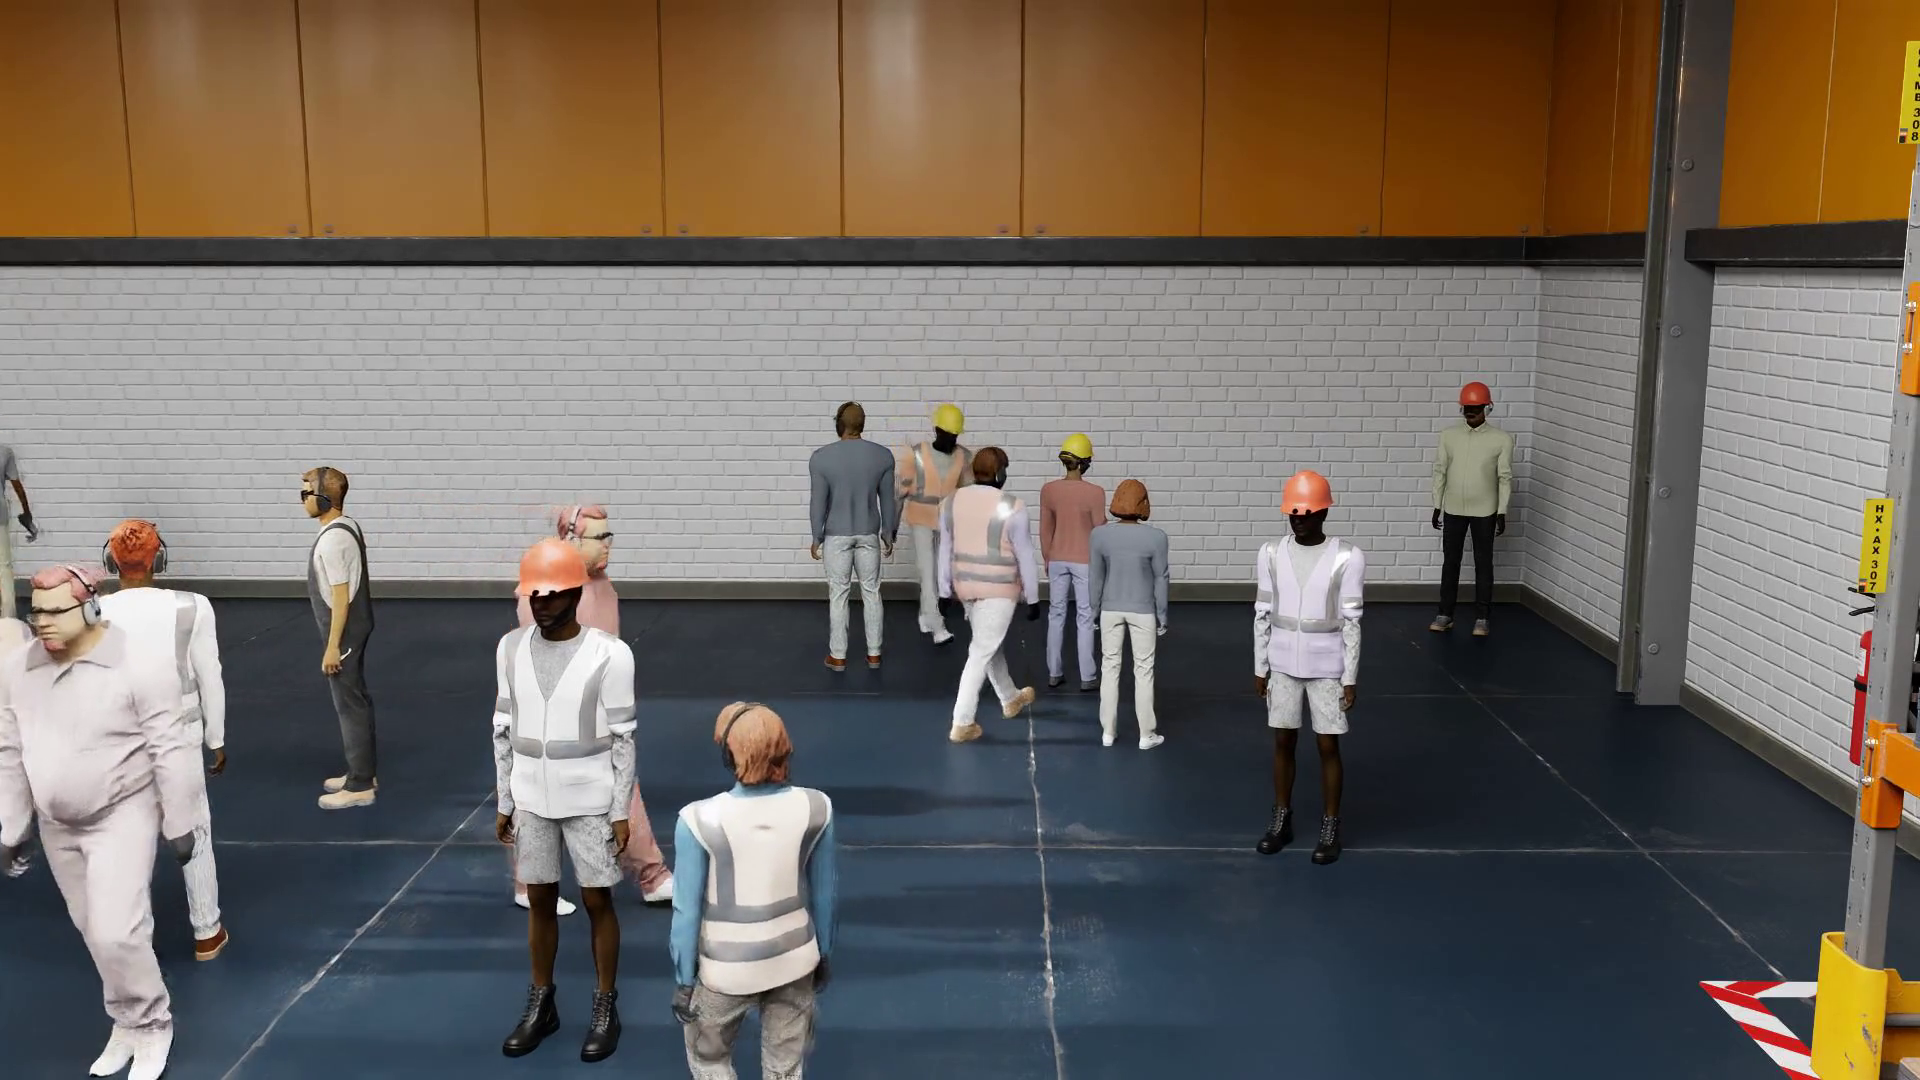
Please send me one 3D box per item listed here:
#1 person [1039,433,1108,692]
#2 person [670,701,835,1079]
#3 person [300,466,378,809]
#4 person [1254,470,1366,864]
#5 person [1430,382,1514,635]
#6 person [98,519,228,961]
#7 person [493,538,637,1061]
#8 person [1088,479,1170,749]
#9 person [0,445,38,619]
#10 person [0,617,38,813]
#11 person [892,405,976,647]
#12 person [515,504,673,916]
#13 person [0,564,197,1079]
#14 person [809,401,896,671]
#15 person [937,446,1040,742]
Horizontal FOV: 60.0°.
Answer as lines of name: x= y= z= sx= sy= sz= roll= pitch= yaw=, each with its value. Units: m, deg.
person: x=0.788 y=0.154 z=11.369 sx=0.524 sy=1.770 sz=0.315 roll=6 pitch=11 yaw=33
person: x=-0.619 y=1.283 z=5.001 sx=0.541 sy=1.624 sz=0.372 roll=-5 pitch=11 yaw=-27
person: x=-3.332 y=0.520 z=8.942 sx=0.344 sy=1.845 sz=0.506 roll=-2 pitch=10 yaw=-10
person: x=1.681 y=0.617 z=8.120 sx=0.540 sy=1.931 sz=0.382 roll=5 pitch=11 yaw=28
person: x=4.019 y=-0.250 z=13.105 sx=0.612 sy=1.995 sz=0.377 roll=5 pitch=11 yaw=30
person: x=-3.338 y=0.847 z=6.874 sx=0.573 sy=1.883 sz=0.355 roll=-5 pitch=10 yaw=-25
person: x=-1.456 y=0.956 z=6.087 sx=0.542 sy=1.928 sz=0.375 roll=2 pitch=10 yaw=10
person: x=1.016 y=0.445 z=10.023 sx=0.500 sy=1.634 sz=0.286 roll=4 pitch=10 yaw=22
person: x=-7.419 y=-0.093 z=12.622 sx=0.754 sy=1.848 sz=0.453 roll=-7 pitch=12 yaw=-37
person: x=-4.288 y=0.905 z=7.401 sx=0.767 sy=1.587 sz=0.578 roll=3 pitch=10 yaw=16
person: x=-0.192 y=-0.125 z=12.818 sx=0.627 sy=1.841 sz=1.017 roll=-4 pitch=10 yaw=-21
person: x=-1.608 y=0.777 z=7.329 sx=0.928 sy=1.865 sz=0.659 roll=3 pitch=10 yaw=20
person: x=-3.076 y=1.010 z=5.878 sx=0.650 sy=1.885 sz=0.537 roll=2 pitch=10 yaw=12
person: x=-0.771 y=-0.026 z=11.929 sx=0.635 sy=1.939 sz=0.359 roll=-3 pitch=10 yaw=-17
person: x=0.209 y=0.313 z=10.342 sx=0.646 sy=1.791 sz=0.983 roll=7 pitch=12 yaw=38
